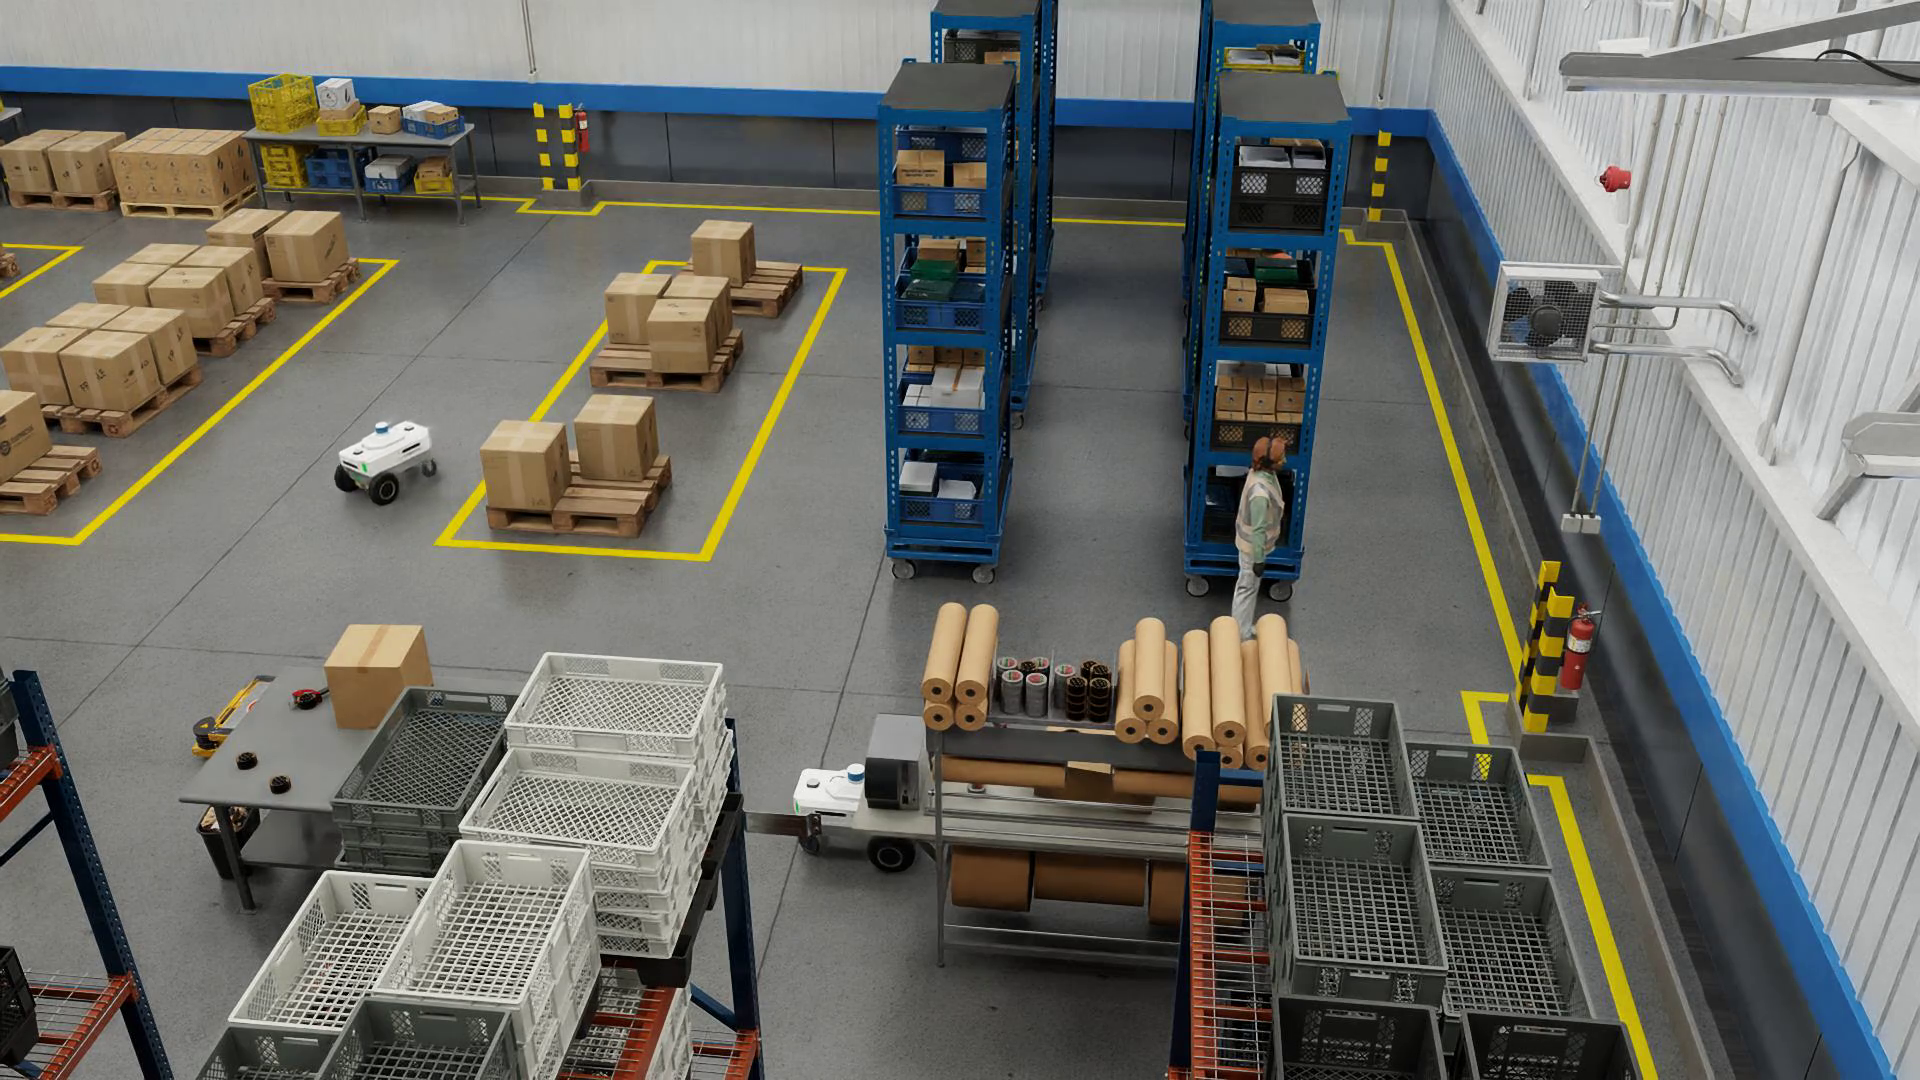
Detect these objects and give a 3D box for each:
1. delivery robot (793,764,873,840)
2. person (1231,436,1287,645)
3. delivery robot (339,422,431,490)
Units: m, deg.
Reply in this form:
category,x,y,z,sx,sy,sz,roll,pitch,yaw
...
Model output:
category,x,y,z,sx,sy,sz,roll,pitch,yaw
delivery robot,-0.599,1.520,9.665,0.707,0.478,0.477,4,31,7
person,2.006,0.032,11.248,0.312,1.633,0.519,6,31,10
delivery robot,-4.663,-0.721,13.514,0.477,0.478,0.707,18,35,28
